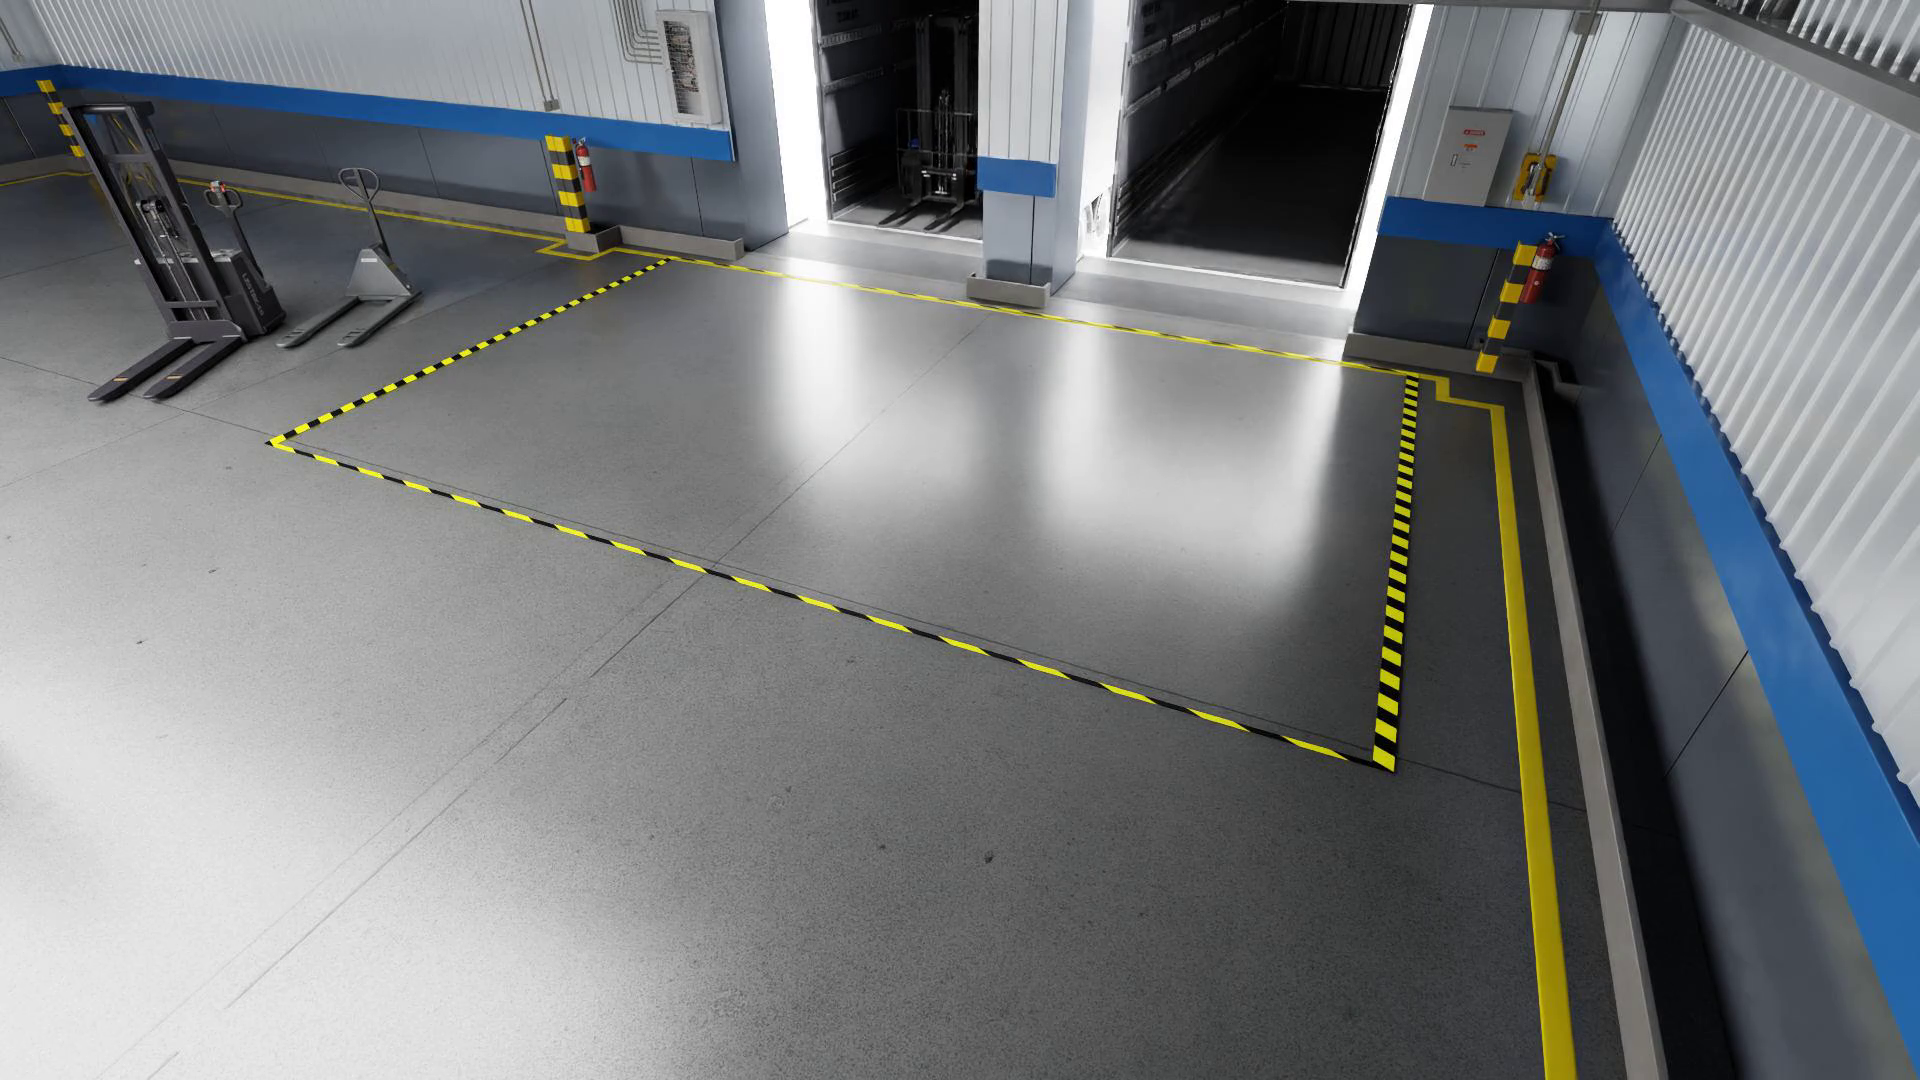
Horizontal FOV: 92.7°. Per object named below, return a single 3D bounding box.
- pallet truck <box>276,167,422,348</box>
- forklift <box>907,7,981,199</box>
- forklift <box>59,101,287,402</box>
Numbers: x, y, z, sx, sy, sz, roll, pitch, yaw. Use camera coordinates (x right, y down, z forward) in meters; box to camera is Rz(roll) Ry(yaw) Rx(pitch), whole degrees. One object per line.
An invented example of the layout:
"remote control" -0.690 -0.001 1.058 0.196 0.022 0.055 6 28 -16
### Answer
"pallet truck" -5.732 -2.611 8.414 0.680 1.201 1.601 -1 35 -1
"forklift" 0.233 -5.761 11.942 1.157 2.036 2.680 13 37 18
"forklift" -6.686 -2.387 7.434 0.823 1.965 1.885 -3 35 -5
